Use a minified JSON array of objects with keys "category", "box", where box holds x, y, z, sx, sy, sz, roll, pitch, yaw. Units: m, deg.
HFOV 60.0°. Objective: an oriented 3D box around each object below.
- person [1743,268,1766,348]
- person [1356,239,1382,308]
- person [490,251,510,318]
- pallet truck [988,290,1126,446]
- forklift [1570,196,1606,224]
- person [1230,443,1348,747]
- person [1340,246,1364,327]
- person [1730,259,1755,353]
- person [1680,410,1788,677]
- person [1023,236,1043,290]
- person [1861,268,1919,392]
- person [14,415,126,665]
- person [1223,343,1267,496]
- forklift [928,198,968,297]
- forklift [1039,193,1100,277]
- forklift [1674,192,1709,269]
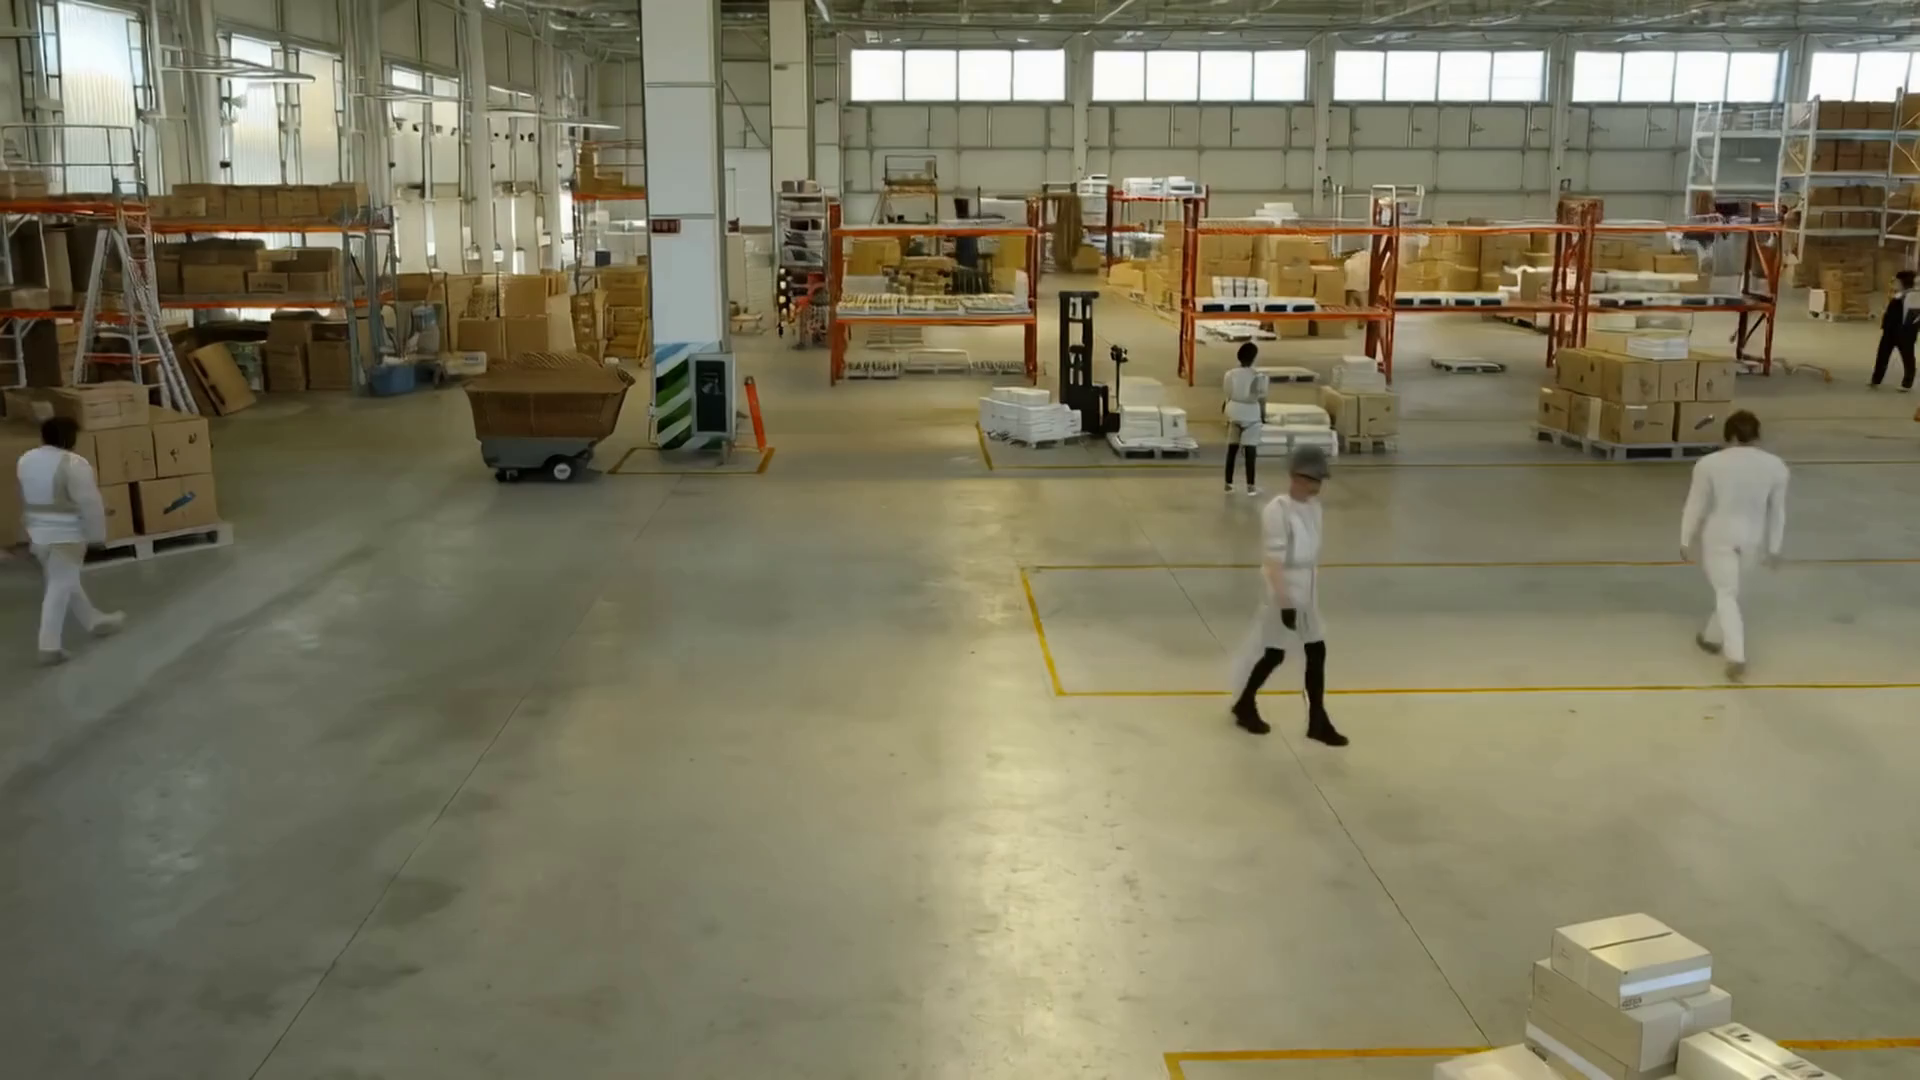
[{"category":"person","box":[16.279,-4.711,33.865,0.708,1.608,0.541,2,13,10]},{"category":"person","box":[10.230,-6.597,41.753,0.642,1.905,0.981,7,14,27]},{"category":"person","box":[-11.342,-6.264,40.855,0.323,1.631,0.523,-11,17,-42]},{"category":"pallet truck","box":[1.257,-2.299,22.111,1.885,1.965,0.823,-9,15,-35]},{"category":"forklift","box":[19.019,-9.054,50.598,1.129,2.768,1.873,0,12,-2]},{"category":"person","box":[2.078,0.329,10.443,0.557,1.910,0.755,-10,16,-39]},{"category":"person","box":[9.019,-5.895,38.654,0.644,1.853,0.988,-11,16,-40]},{"category":"person","box":[15.552,-4.645,33.023,0.423,1.854,0.644,3,13,15]},{"category":"person","box":[5.557,0.009,11.971,0.642,1.887,1.039,1,13,6]},{"category":"person","box":[2.217,-8.551,50.478,0.628,1.936,0.375,3,13,15]},{"category":"person","box":[15.256,-3.437,27.152,0.840,2.000,0.692,0,12,0]},{"category":"person","box":[-6.617,-0.021,12.308,0.652,1.797,0.980,4,13,18]},{"category":"person","box":[3.161,-1.342,18.498,0.535,1.694,0.321,10,16,38]},{"category":"forklift","box":[0.033,-8.182,46.662,1.873,2.768,1.129,0,12,-2]},{"category":"forklift","box":[3.751,-10.391,56.636,1.873,2.768,1.129,-7,14,-28]},{"category":"forklift","box":[26.675,-11.215,60.356,1.873,2.768,1.129,0,12,-2]}]
